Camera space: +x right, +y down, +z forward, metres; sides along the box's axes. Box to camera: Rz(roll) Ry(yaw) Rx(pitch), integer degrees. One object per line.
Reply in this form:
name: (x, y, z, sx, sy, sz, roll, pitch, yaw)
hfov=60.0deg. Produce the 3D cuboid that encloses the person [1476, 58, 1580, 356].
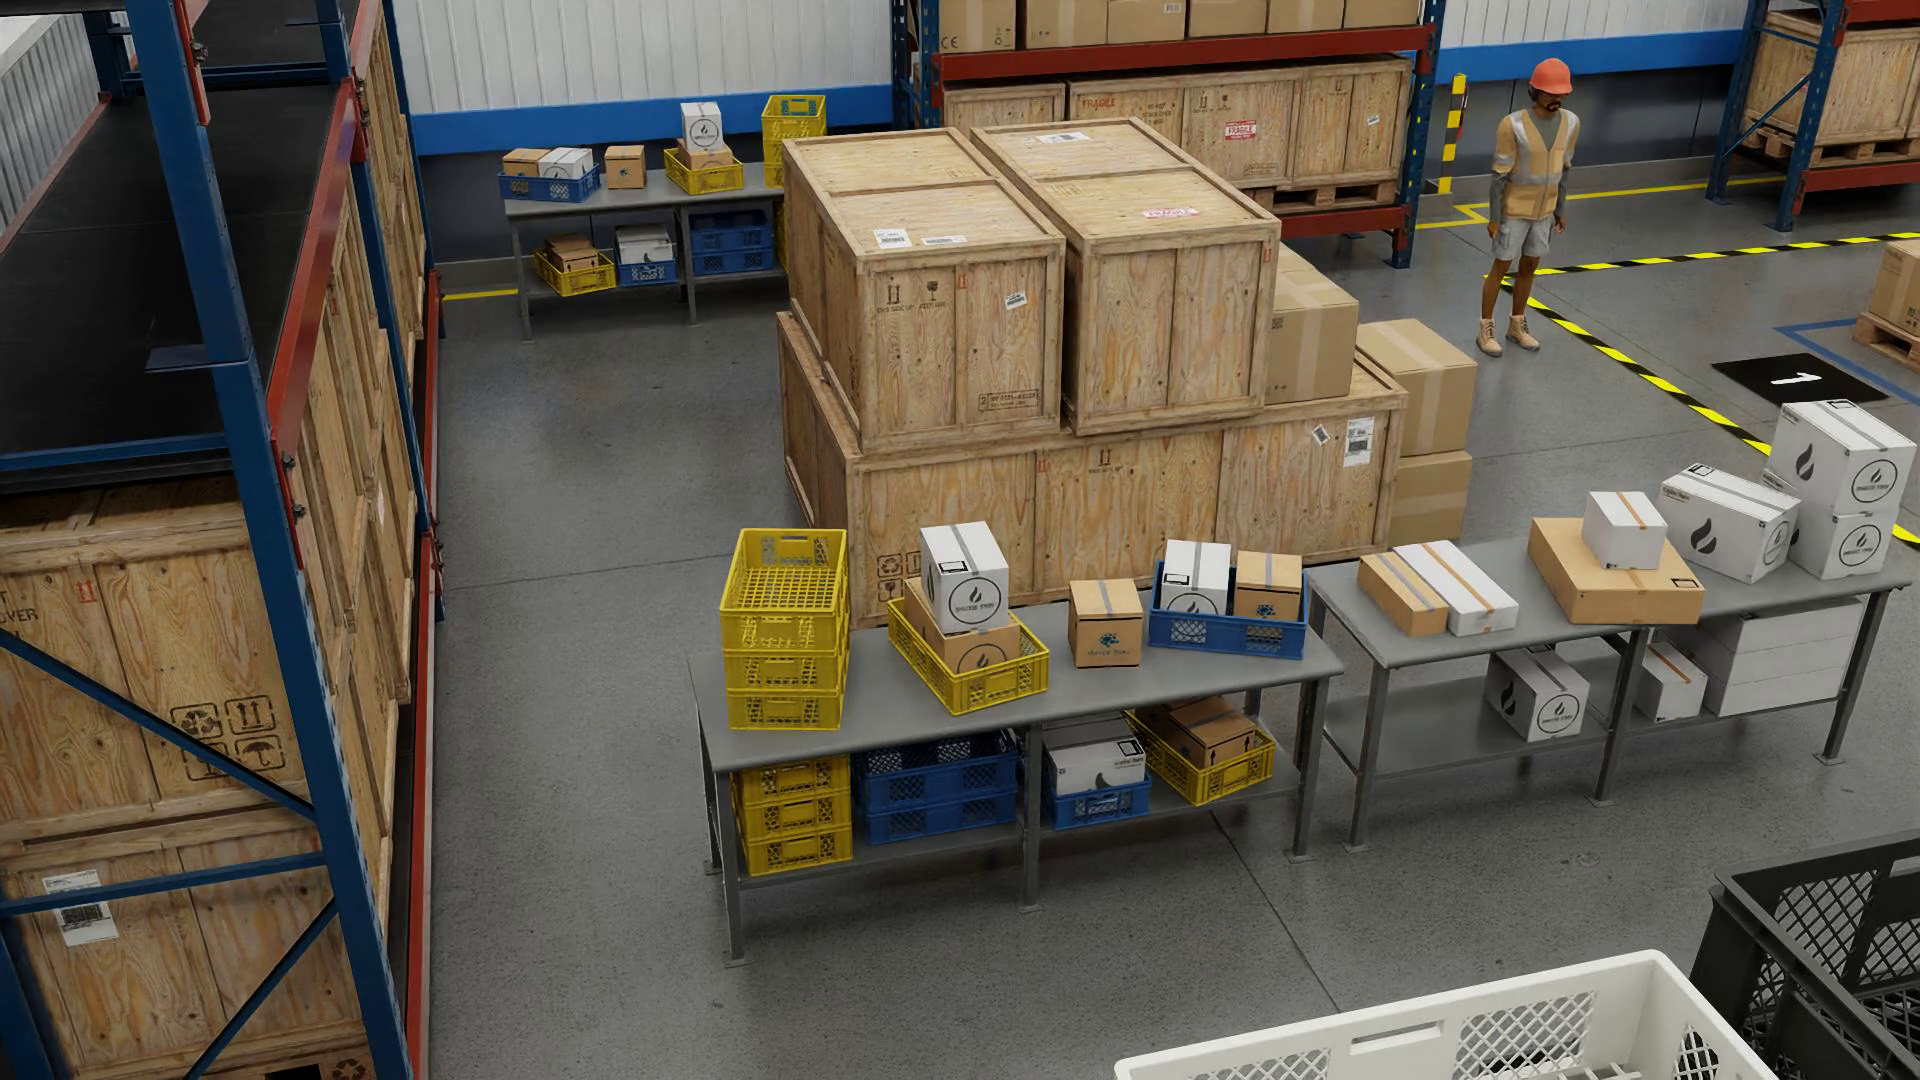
person: (3.898, -2.264, 11.389, 0.609, 2.043, 0.372, -9, 30, -15)
